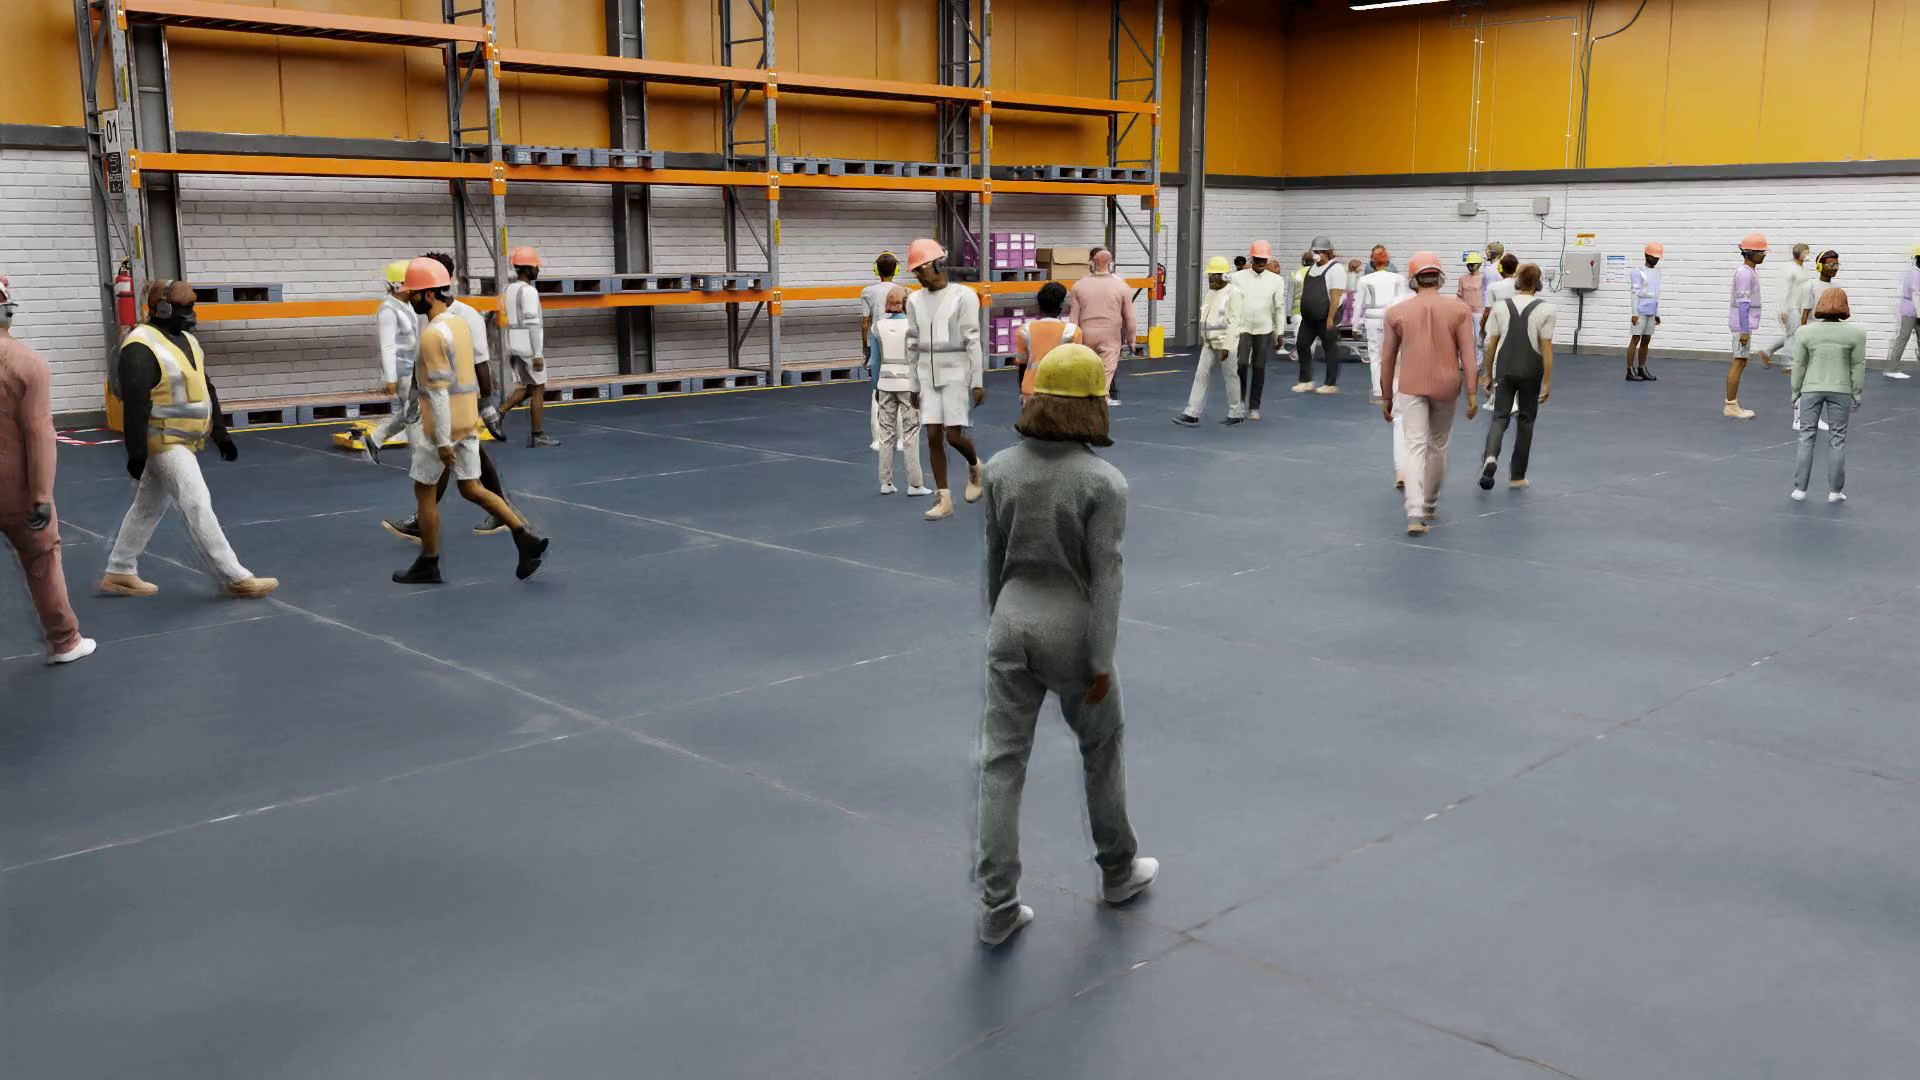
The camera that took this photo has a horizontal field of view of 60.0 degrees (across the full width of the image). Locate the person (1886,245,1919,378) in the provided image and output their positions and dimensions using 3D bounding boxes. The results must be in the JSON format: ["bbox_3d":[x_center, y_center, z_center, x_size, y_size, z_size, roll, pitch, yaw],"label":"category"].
[{"bbox_3d":[13.553,-3.200,23.381,0.868,1.891,0.622,8,13,36],"label":"person"}]

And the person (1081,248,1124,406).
[{"bbox_3d":[1.561,-2.469,19.473,0.981,1.867,0.607,-9,14,-40],"label":"person"}]

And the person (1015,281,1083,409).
[{"bbox_3d":[0.671,-1.076,12.396,0.538,1.687,0.363,3,11,18],"label":"person"}]

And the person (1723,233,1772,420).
[{"bbox_3d":[8.703,-2.358,18.395,0.377,2.041,0.616,5,11,24],"label":"person"}]

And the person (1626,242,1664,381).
[{"bbox_3d":[9.555,-3.169,23.135,0.542,1.927,0.380,-6,12,-28],"label":"person"}]

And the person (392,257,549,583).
[{"bbox_3d":[-2.869,-0.669,9.576,0.866,1.907,0.549,1,10,8],"label":"person"}]

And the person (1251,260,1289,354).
[{"bbox_3d":[5.281,-3.952,28.280,0.726,1.606,0.515,-6,12,-30],"label":"person"}]

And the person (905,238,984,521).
[{"bbox_3d":[-0.084,-1.157,11.954,0.655,2.003,0.643,6,12,31],"label":"person"}]

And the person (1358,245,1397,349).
[{"bbox_3d":[7.165,-4.114,28.468,0.618,1.868,1.031,-6,12,-30],"label":"person"}]

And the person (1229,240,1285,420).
[{"bbox_3d":[3.222,-2.290,18.208,0.658,1.969,0.497,0,10,2],"label":"person"}]

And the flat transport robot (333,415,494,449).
[{"bbox_3d":[-5.272,-1.062,16.166,1.431,0.197,0.652,-7,13,-35],"label":"flat transport robot"}]

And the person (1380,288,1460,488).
[{"bbox_3d":[3.697,-1.326,13.396,0.627,1.812,0.836,3,11,16],"label":"person"}]

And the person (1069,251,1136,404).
[{"bbox_3d":[1.507,-2.076,17.359,0.674,1.851,0.993,3,11,18],"label":"person"}]

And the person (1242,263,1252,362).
[{"bbox_3d":[4.389,-3.433,25.461,0.496,1.600,0.746,5,11,24],"label":"person"}]

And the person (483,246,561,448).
[{"bbox_3d":[-4.159,-1.811,15.751,0.622,1.921,0.550,-7,12,-33],"label":"person"}]

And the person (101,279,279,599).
[{"bbox_3d":[-4.368,-0.546,9.228,0.998,1.792,0.640,-1,10,-3],"label":"person"}]

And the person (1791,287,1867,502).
[{"bbox_3d":[6.593,-1.103,12.665,0.500,1.635,0.287,6,12,29],"label":"person"}]

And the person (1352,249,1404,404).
[{"bbox_3d":[5.054,-2.595,20.212,0.600,1.849,0.836,-1,10,-5],"label":"person"}]

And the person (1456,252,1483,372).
[{"bbox_3d":[7.611,-3.383,24.743,0.533,1.767,0.325,10,14,43],"label":"person"}]

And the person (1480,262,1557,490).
[{"bbox_3d":[4.376,-1.267,13.081,0.521,1.821,0.703,7,12,33],"label":"person"}]

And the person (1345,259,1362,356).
[{"bbox_3d":[6.526,-3.896,27.949,0.596,1.623,0.522,2,11,11],"label":"person"}]

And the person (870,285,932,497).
[{"bbox_3d":[-0.460,-1.151,12.920,0.512,1.638,0.312,6,12,28],"label":"person"}]

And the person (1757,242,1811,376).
[{"bbox_3d":[11.978,-3.341,24.093,0.636,1.925,0.698,-9,14,-42],"label":"person"}]

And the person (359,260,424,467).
[{"bbox_3d":[-4.758,-1.452,14.082,0.697,1.816,0.598,0,10,-1],"label":"person"}]

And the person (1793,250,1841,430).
[{"bbox_3d":[8.916,-2.057,17.229,0.531,1.870,0.318,-5,11,-24],"label":"person"}]

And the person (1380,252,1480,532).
[{"bbox_3d":[3.244,-1.027,11.526,0.652,1.911,1.064,2,11,11],"label":"person"}]

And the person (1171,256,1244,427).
[{"bbox_3d":[2.640,-2.055,17.405,0.863,1.791,0.611,-6,12,-29],"label":"person"}]

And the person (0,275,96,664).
[{"bbox_3d":[-4.356,-0.262,7.498,0.641,1.863,0.977,-1,10,-3],"label":"person"}]

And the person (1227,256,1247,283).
[{"bbox_3d":[4.770,-4.061,28.679,0.545,1.677,0.505,-2,11,-8],"label":"person"}]

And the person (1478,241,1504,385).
[{"bbox_3d":[7.225,-3.071,22.571,0.369,1.940,0.631,8,13,37],"label":"person"}]

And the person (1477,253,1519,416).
[{"bbox_3d":[6.169,-2.322,18.840,0.536,1.821,0.959,-1,10,-8],"label":"person"}]

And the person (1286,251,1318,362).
[{"bbox_3d":[5.120,-3.353,24.475,0.634,1.807,0.815,0,10,-2],"label":"person"}]

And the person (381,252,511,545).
[{"bbox_3d":[-3.408,-0.933,10.984,1.038,1.901,0.597,-10,14,-43],"label":"person"}]

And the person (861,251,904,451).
[{"bbox_3d":[-0.678,-1.770,15.662,0.514,1.873,0.328,0,10,2],"label":"person"}]

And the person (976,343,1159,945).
[{"bbox_3d":[0.305,0.285,4.897,0.508,1.712,0.807,6,12,30],"label":"person"}]

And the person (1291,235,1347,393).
[{"bbox_3d":[4.572,-2.878,21.238,0.677,2.000,0.692,-7,12,-32],"label":"person"}]
